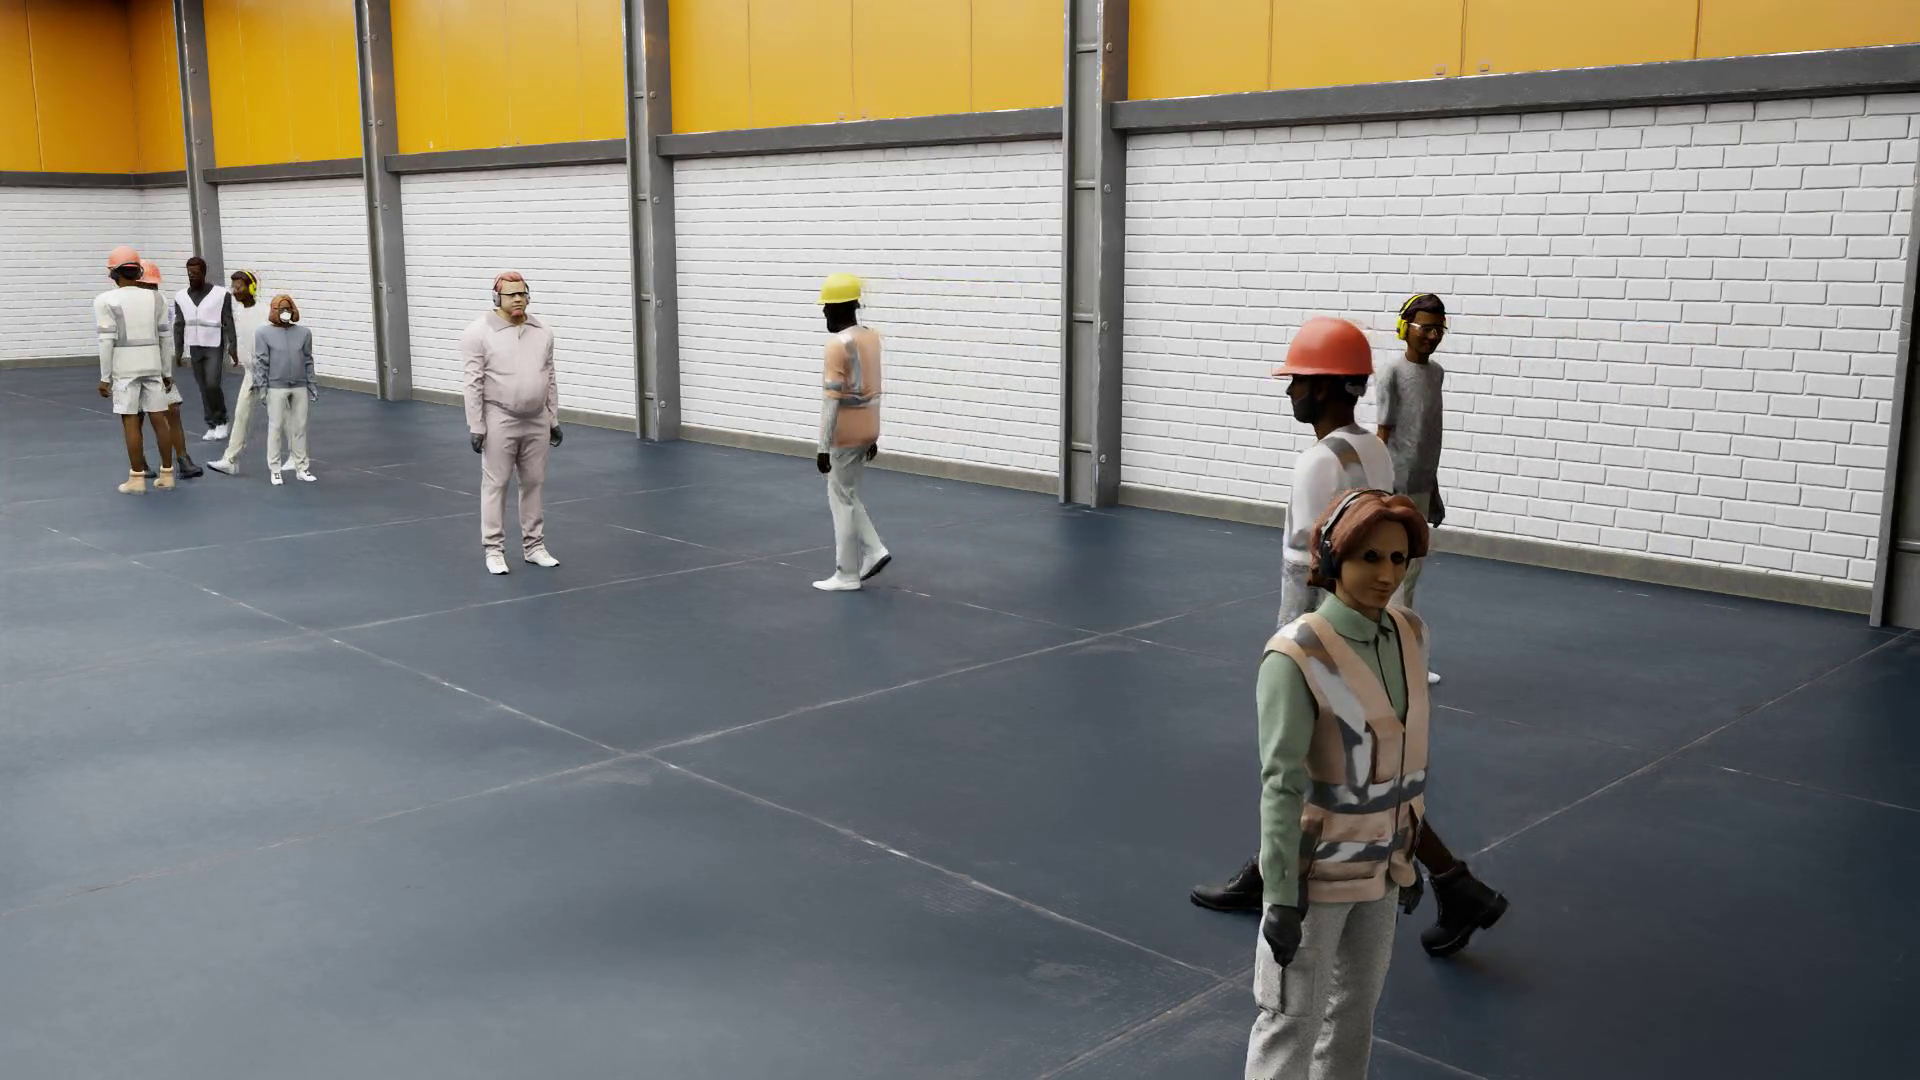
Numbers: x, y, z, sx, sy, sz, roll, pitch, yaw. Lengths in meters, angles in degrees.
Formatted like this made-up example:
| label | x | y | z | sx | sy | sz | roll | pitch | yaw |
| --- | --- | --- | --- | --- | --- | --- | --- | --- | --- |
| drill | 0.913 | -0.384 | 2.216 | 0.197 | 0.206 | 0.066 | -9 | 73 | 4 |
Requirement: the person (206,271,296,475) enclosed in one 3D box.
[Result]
| label | x | y | z | sx | sy | sz | roll | pitch | yaw |
| --- | --- | --- | --- | --- | --- | --- | --- | --- | --- |
| person | -6.296 | -1.479 | 14.850 | 0.522 | 1.811 | 0.996 | 4 | 11 | 22 |

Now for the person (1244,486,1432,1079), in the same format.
| label | x | y | z | sx | sy | sz | roll | pitch | yaw |
| --- | --- | --- | --- | --- | --- | --- | --- | --- | --- |
| person | 0.784 | 0.700 | 3.429 | 0.520 | 1.636 | 0.312 | -10 | 14 | -43 |

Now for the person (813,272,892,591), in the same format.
| label | x | y | z | sx | sy | sz | roll | pitch | yaw |
| --- | --- | --- | --- | --- | --- | --- | --- | --- | --- |
| person | -0.687 | -0.633 | 9.944 | 0.421 | 1.912 | 0.625 | 4 | 11 | 22 |

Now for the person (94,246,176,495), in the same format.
| label | x | y | z | sx | sy | sz | roll | pitch | yaw |
| --- | --- | --- | --- | --- | --- | --- | --- | --- | --- |
| person | -6.831 | -1.397 | 13.755 | 0.392 | 2.041 | 0.615 | 7 | 13 | 34 |

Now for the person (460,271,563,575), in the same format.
| label | x | y | z | sx | sy | sz | roll | pitch | yaw |
| --- | --- | --- | --- | --- | --- | --- | --- | --- | --- |
| person | -2.813 | -0.743 | 10.564 | 0.648 | 1.907 | 0.401 | -10 | 14 | -43 |

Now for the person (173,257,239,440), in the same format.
| label | x | y | z | sx | sy | sz | roll | pitch | yaw |
| --- | --- | --- | --- | --- | --- | --- | --- | --- | --- |
| person | -7.853 | -1.977 | 17.292 | 0.630 | 1.899 | 0.496 | 1 | 10 | 4 |

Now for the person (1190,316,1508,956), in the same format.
| label | x | y | z | sx | sy | sz | roll | pitch | yaw |
| --- | --- | --- | --- | --- | --- | --- | --- | --- | --- |
| person | 1.187 | 0.289 | 4.953 | 0.932 | 1.904 | 0.554 | 5 | 12 | 26 |

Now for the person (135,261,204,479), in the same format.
| label | x | y | z | sx | sy | sz | roll | pitch | yaw |
| --- | --- | --- | --- | --- | --- | --- | --- | --- | --- |
| person | -6.984 | -1.448 | 14.431 | 0.917 | 1.895 | 0.560 | 8 | 13 | 36 |

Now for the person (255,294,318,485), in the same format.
| label | x | y | z | sx | sy | sz | roll | pitch | yaw |
| --- | --- | --- | --- | --- | --- | --- | --- | --- | --- |
| person | -5.790 | -1.297 | 14.324 | 0.504 | 1.632 | 0.269 | -10 | 14 | -43 |

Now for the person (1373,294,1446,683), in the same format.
| label | x | y | z | sx | sy | sz | roll | pitch | yaw |
| --- | --- | --- | --- | --- | --- | --- | --- | --- | --- |
| person | 2.111 | -0.218 | 7.814 | 0.526 | 1.864 | 0.315 | -10 | 14 | -43 |
